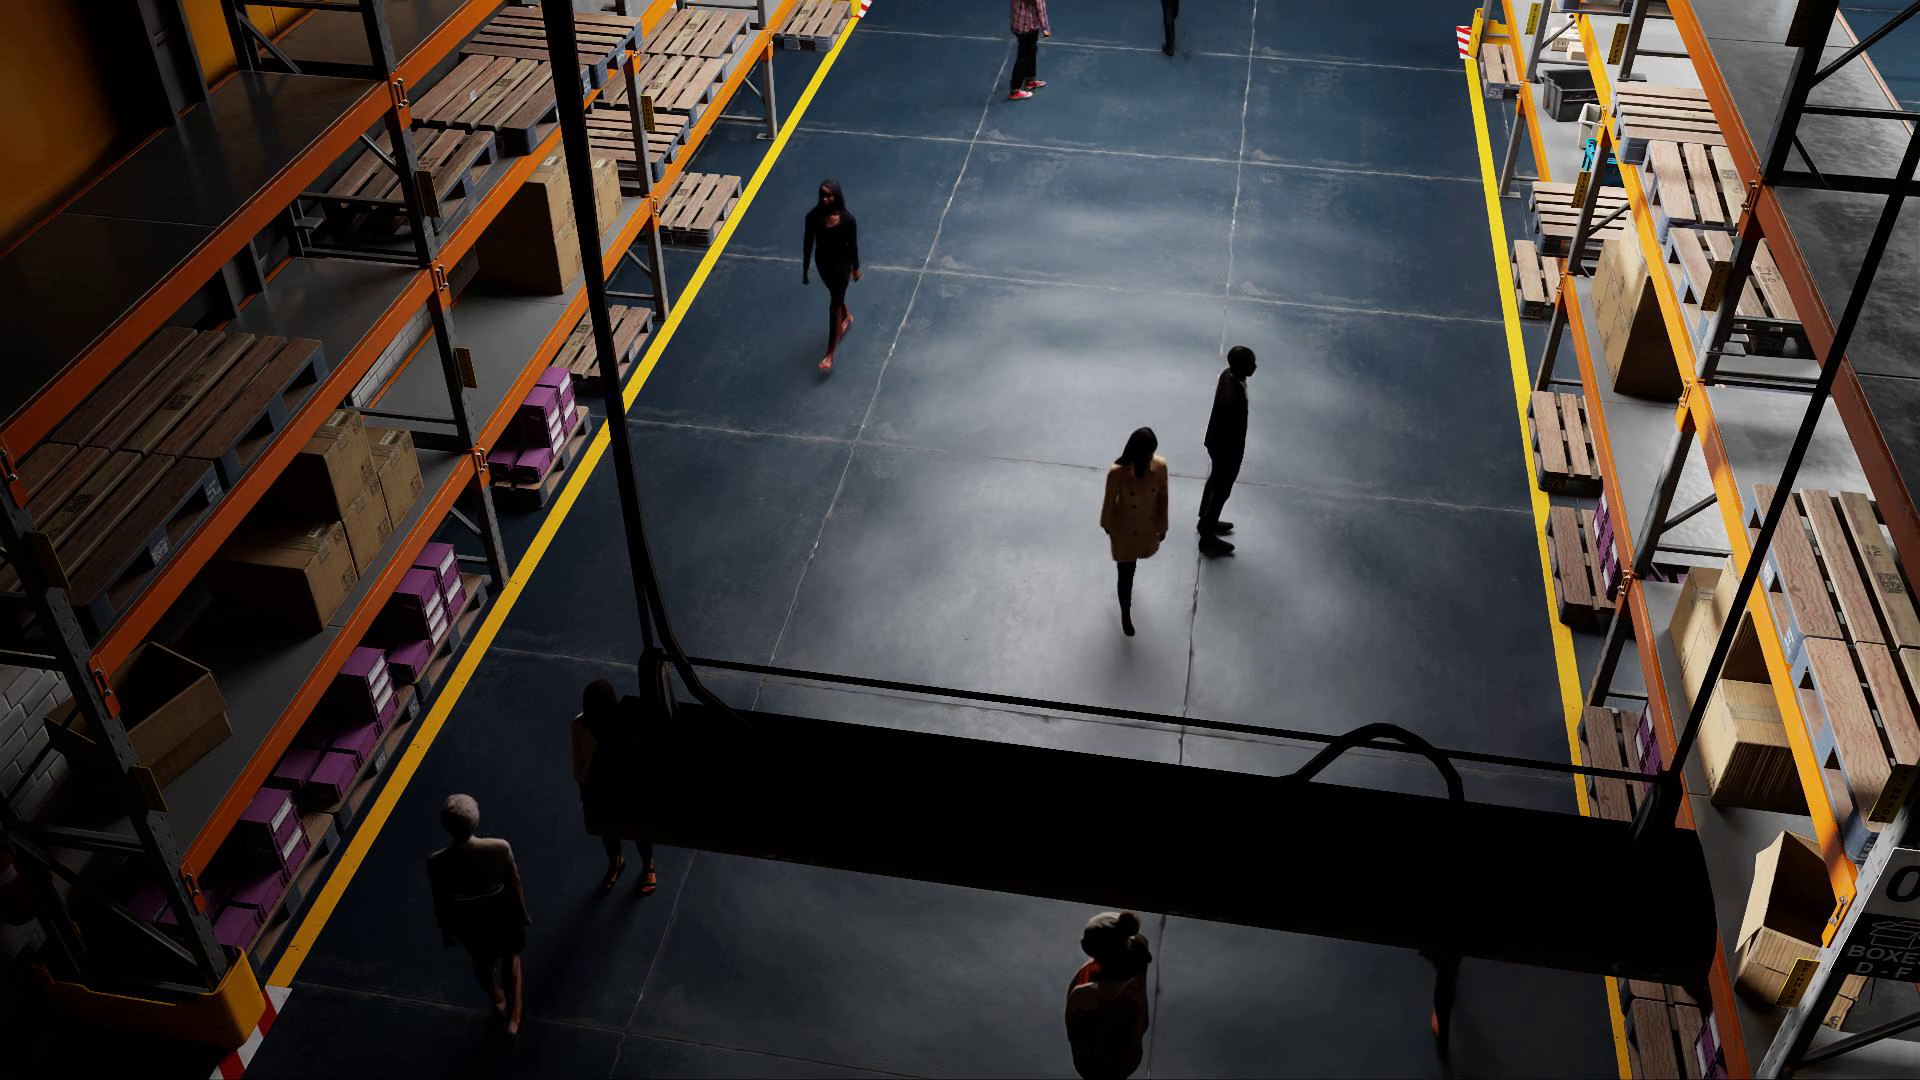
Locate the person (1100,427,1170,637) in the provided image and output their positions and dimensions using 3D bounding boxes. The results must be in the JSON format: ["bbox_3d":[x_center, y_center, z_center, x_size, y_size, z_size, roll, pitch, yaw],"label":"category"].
[{"bbox_3d":[1.261,-0.166,12.093,0.866,1.642,1.134,-6,39,-8],"label":"person"}]

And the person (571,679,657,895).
[{"bbox_3d":[-2.069,1.471,10.012,0.622,1.682,0.537,4,39,5],"label":"person"}]

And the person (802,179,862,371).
[{"bbox_3d":[-1.114,-2.464,14.955,0.736,1.662,1.242,11,40,13],"label":"person"}]

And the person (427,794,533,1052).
[{"bbox_3d":[-2.594,2.160,9.116,0.797,1.723,0.946,-10,40,-12],"label":"person"}]

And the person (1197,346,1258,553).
[{"bbox_3d":[2.012,-0.706,12.645,0.737,1.799,0.519,2,39,2],"label":"person"}]

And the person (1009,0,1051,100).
[{"bbox_3d":[0.696,-5.952,19.255,0.951,1.747,0.901,-14,41,-16],"label":"person"}]

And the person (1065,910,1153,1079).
[{"bbox_3d":[0.796,2.502,8.549,0.733,1.896,0.582,7,39,9],"label":"person"}]
